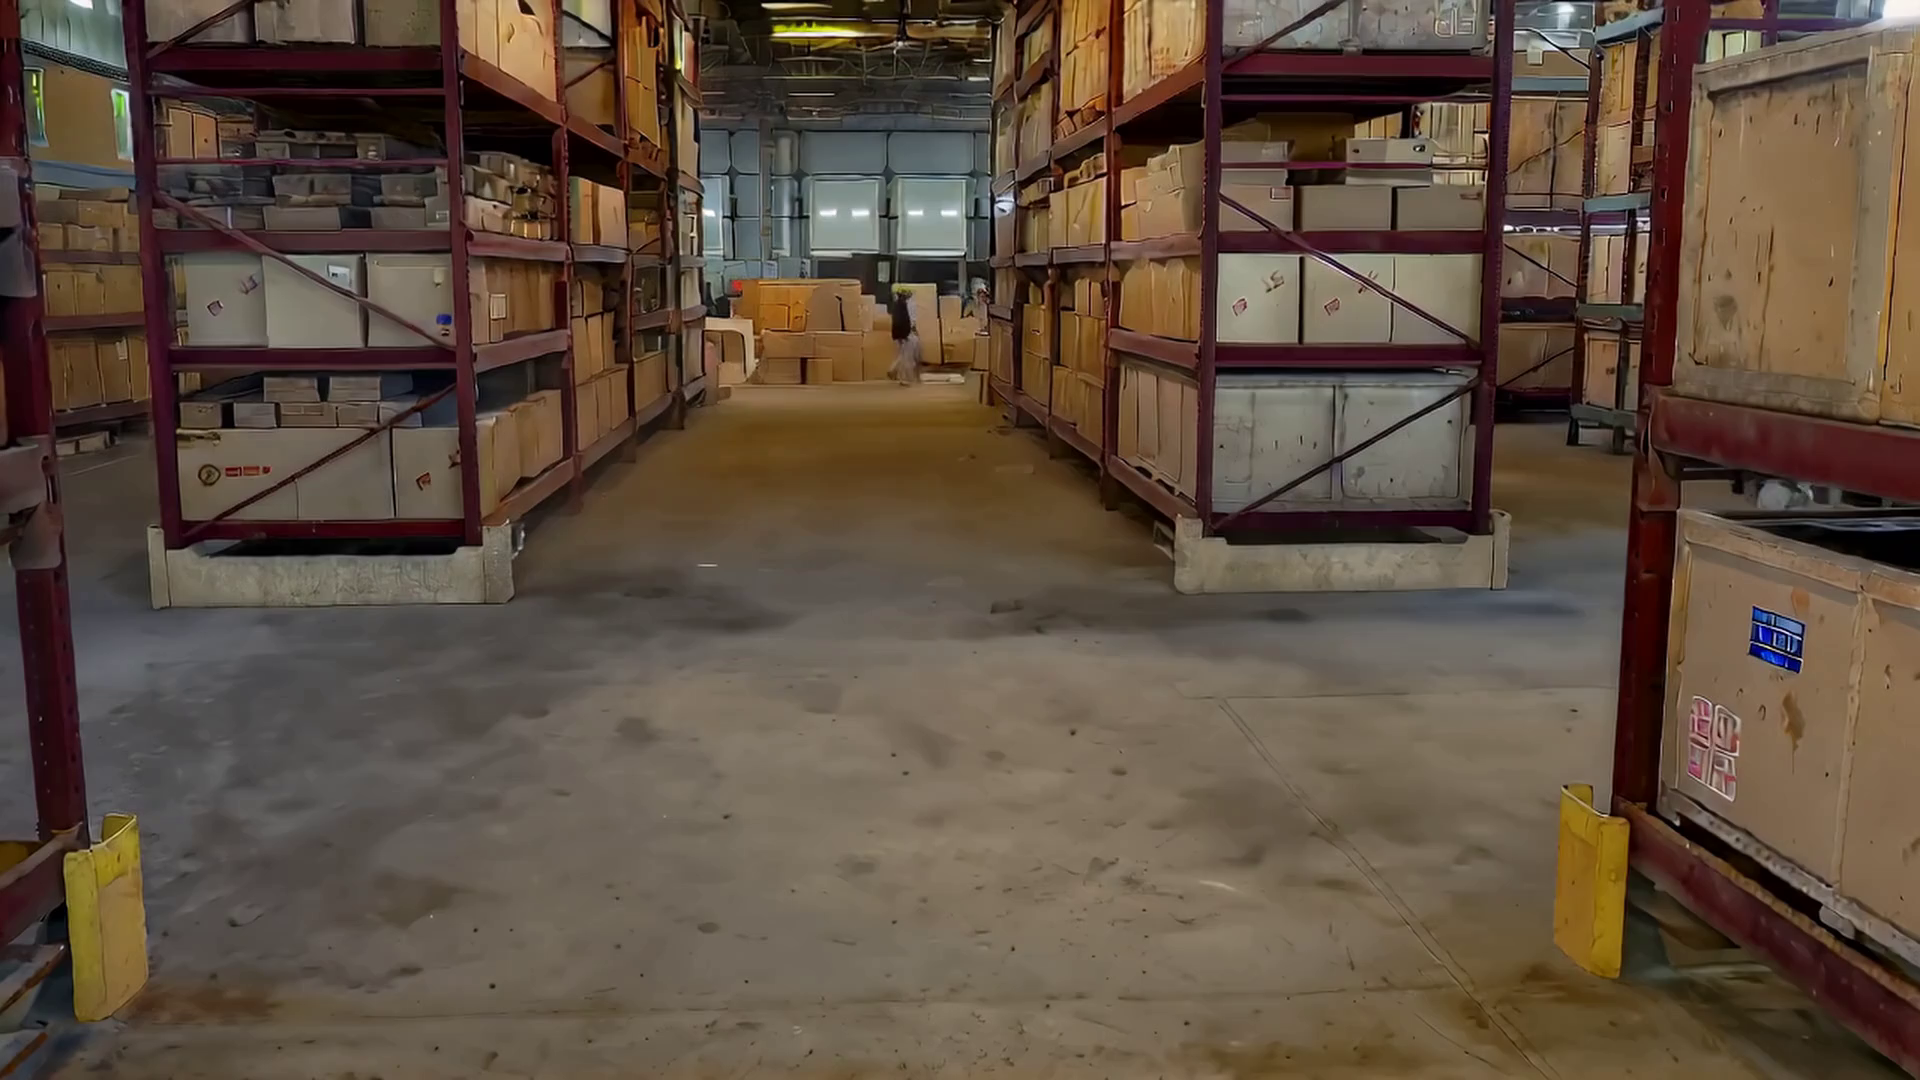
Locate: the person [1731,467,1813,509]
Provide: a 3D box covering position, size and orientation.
[{"bbox_3d":[5.092,-0.386,10.559,0.874,1.649,0.550,-1,9,-5],"label":"person"}]

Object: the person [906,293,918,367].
[{"bbox_3d":[-1.133,-4.511,35.653,0.441,1.922,0.553,5,11,30],"label":"person"}]

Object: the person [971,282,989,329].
[{"bbox_3d":[0.558,-5.875,44.172,0.372,1.940,0.631,6,11,34],"label":"person"}]

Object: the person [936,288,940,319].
[{"bbox_3d":[-0.881,-7.979,58.178,0.542,1.678,0.476,8,12,41],"label":"person"}]

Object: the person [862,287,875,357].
[{"bbox_3d":[-2.055,-4.851,38.039,0.429,1.845,0.621,-4,10,-25],"label":"person"}]

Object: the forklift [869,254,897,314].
[{"bbox_3d":[-2.577,-8.193,55.775,1.129,2.768,1.873,-7,11,-38],"label":"forklift"}]

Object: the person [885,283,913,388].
[{"bbox_3d":[-1.110,-3.812,31.118,0.508,1.972,0.614,-3,9,-16],"label":"person"}]

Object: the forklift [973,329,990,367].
[{"bbox_3d":[1.196,-4.174,30.542,1.873,2.768,1.129,-1,9,-4],"label":"forklift"}]

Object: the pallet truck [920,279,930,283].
[{"bbox_3d":[-0.932,-8.922,63.114,1.885,1.965,0.823,2,9,13],"label":"pallet truck"}]
